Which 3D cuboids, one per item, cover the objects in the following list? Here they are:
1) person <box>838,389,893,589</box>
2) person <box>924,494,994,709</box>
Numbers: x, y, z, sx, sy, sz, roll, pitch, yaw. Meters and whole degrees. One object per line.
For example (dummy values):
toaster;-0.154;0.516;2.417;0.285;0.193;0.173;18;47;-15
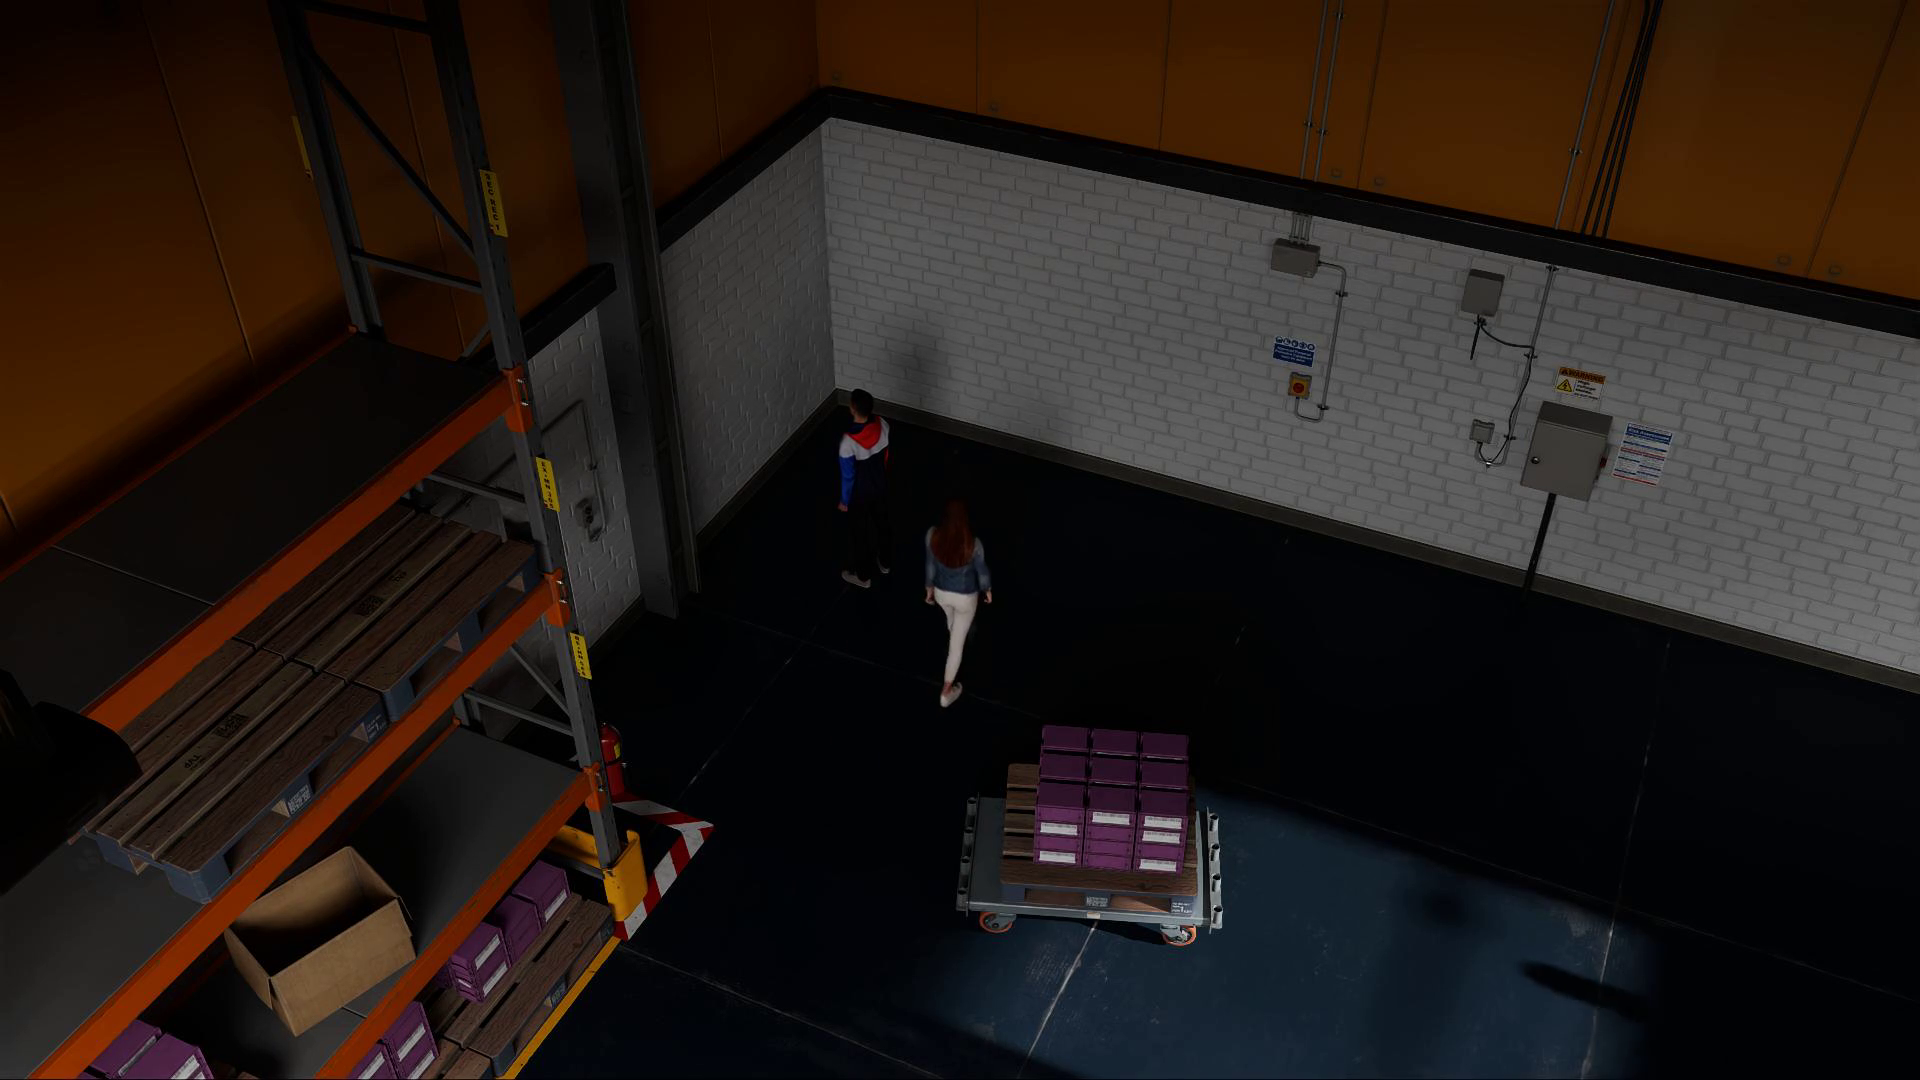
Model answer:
person;-0.725;-0.408;12.795;0.616;1.757;0.767;-31;48;-33
person;-0.053;0.459;11.793;0.638;1.653;1.068;17;42;20
